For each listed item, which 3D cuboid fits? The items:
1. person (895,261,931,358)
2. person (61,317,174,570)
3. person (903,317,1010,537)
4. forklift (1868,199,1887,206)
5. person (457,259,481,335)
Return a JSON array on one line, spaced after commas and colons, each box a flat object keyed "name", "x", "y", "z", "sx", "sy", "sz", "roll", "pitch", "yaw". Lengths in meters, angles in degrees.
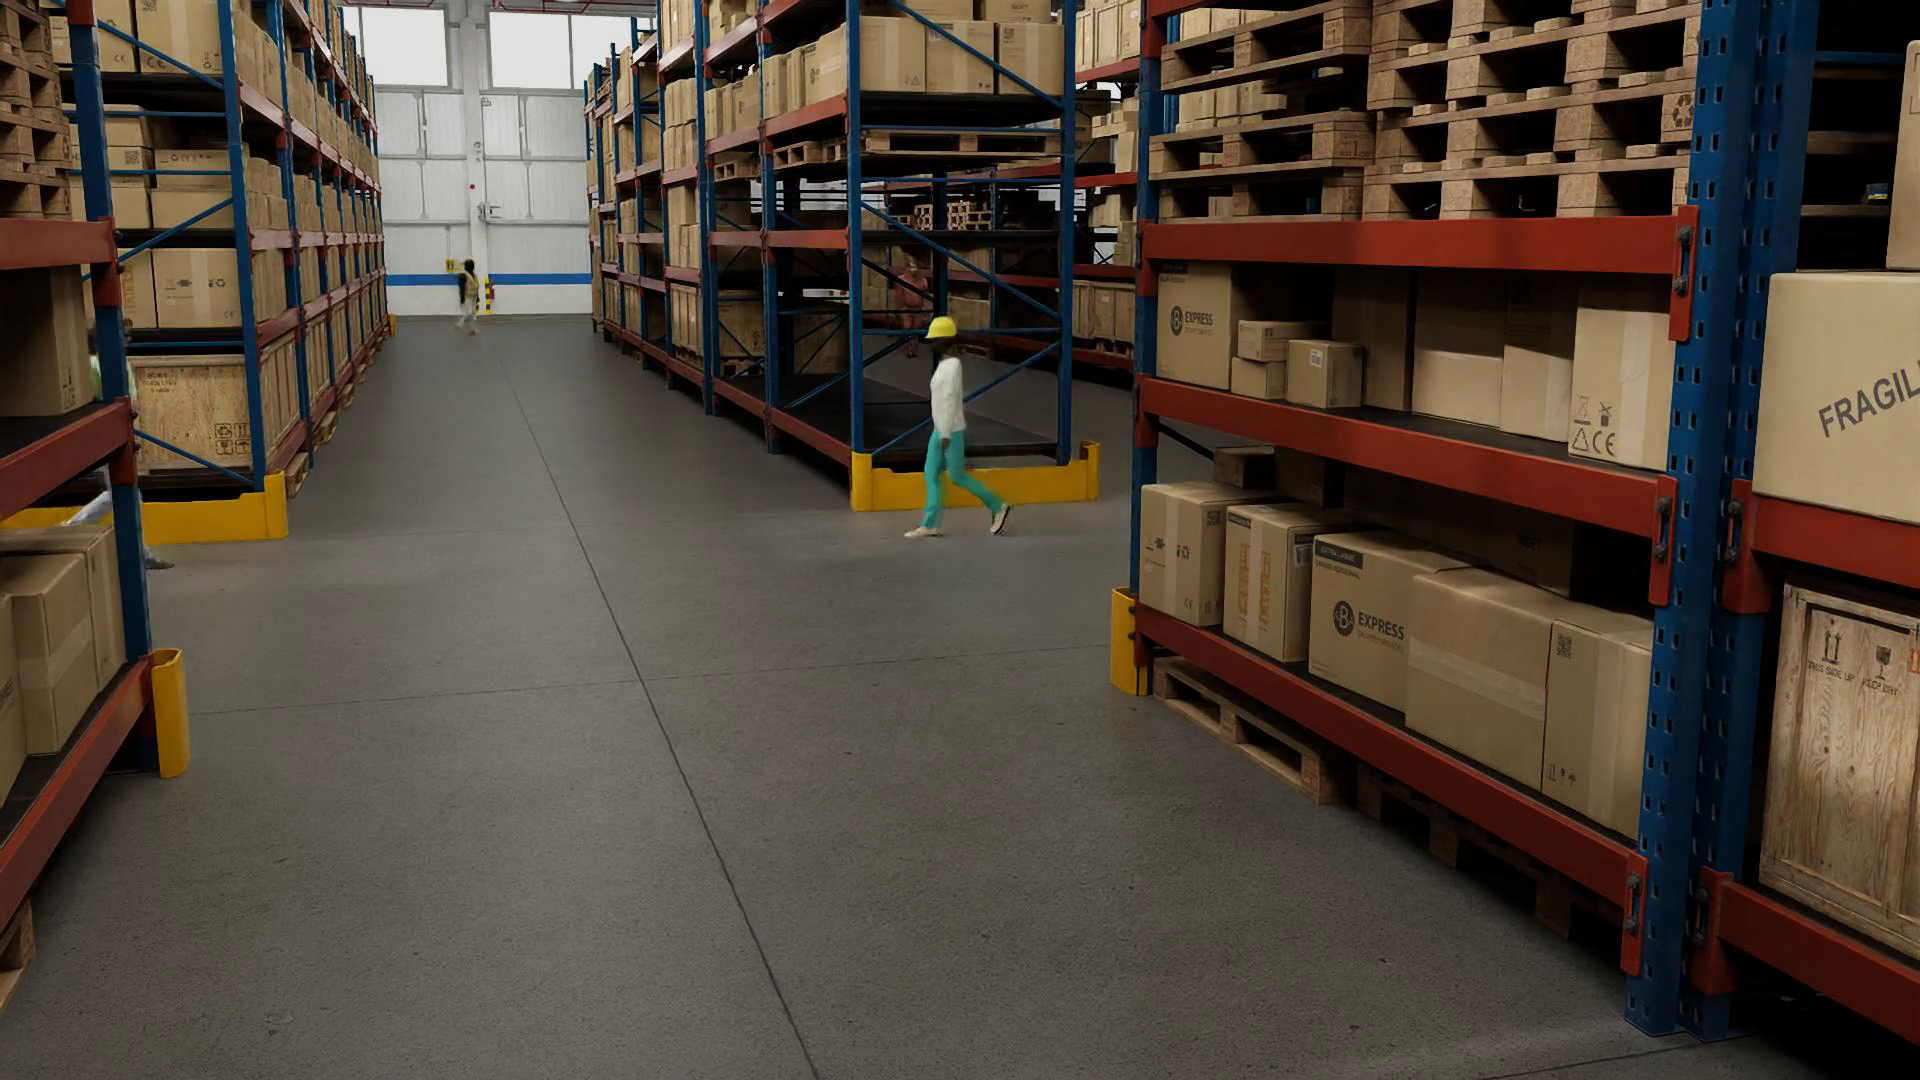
[{"name": "person", "x": -0.881, "y": -4.460, "z": 32.245, "sx": 0.680, "sy": 1.876, "sz": 0.813, "roll": -3, "pitch": 11, "yaw": -14}, {"name": "person", "x": -6.027, "y": -0.673, "z": 11.688, "sx": 0.768, "sy": 1.813, "sz": 0.568, "roll": -1, "pitch": 10, "yaw": -7}, {"name": "person", "x": -0.030, "y": -0.872, "z": 12.974, "sx": 0.768, "sy": 1.742, "sz": 0.524, "roll": -2, "pitch": 11, "yaw": -13}, {"name": "forklift", "x": 11.338, "y": -2.915, "z": 21.052, "sx": 1.129, "sy": 2.768, "sz": 1.873, "roll": -3, "pitch": 11, "yaw": -17}, {"name": "person", "x": -11.790, "y": -5.834, "z": 39.954, "sx": 0.463, "sy": 1.831, "sz": 0.641, "roll": 2, "pitch": 11, "yaw": 13}]
